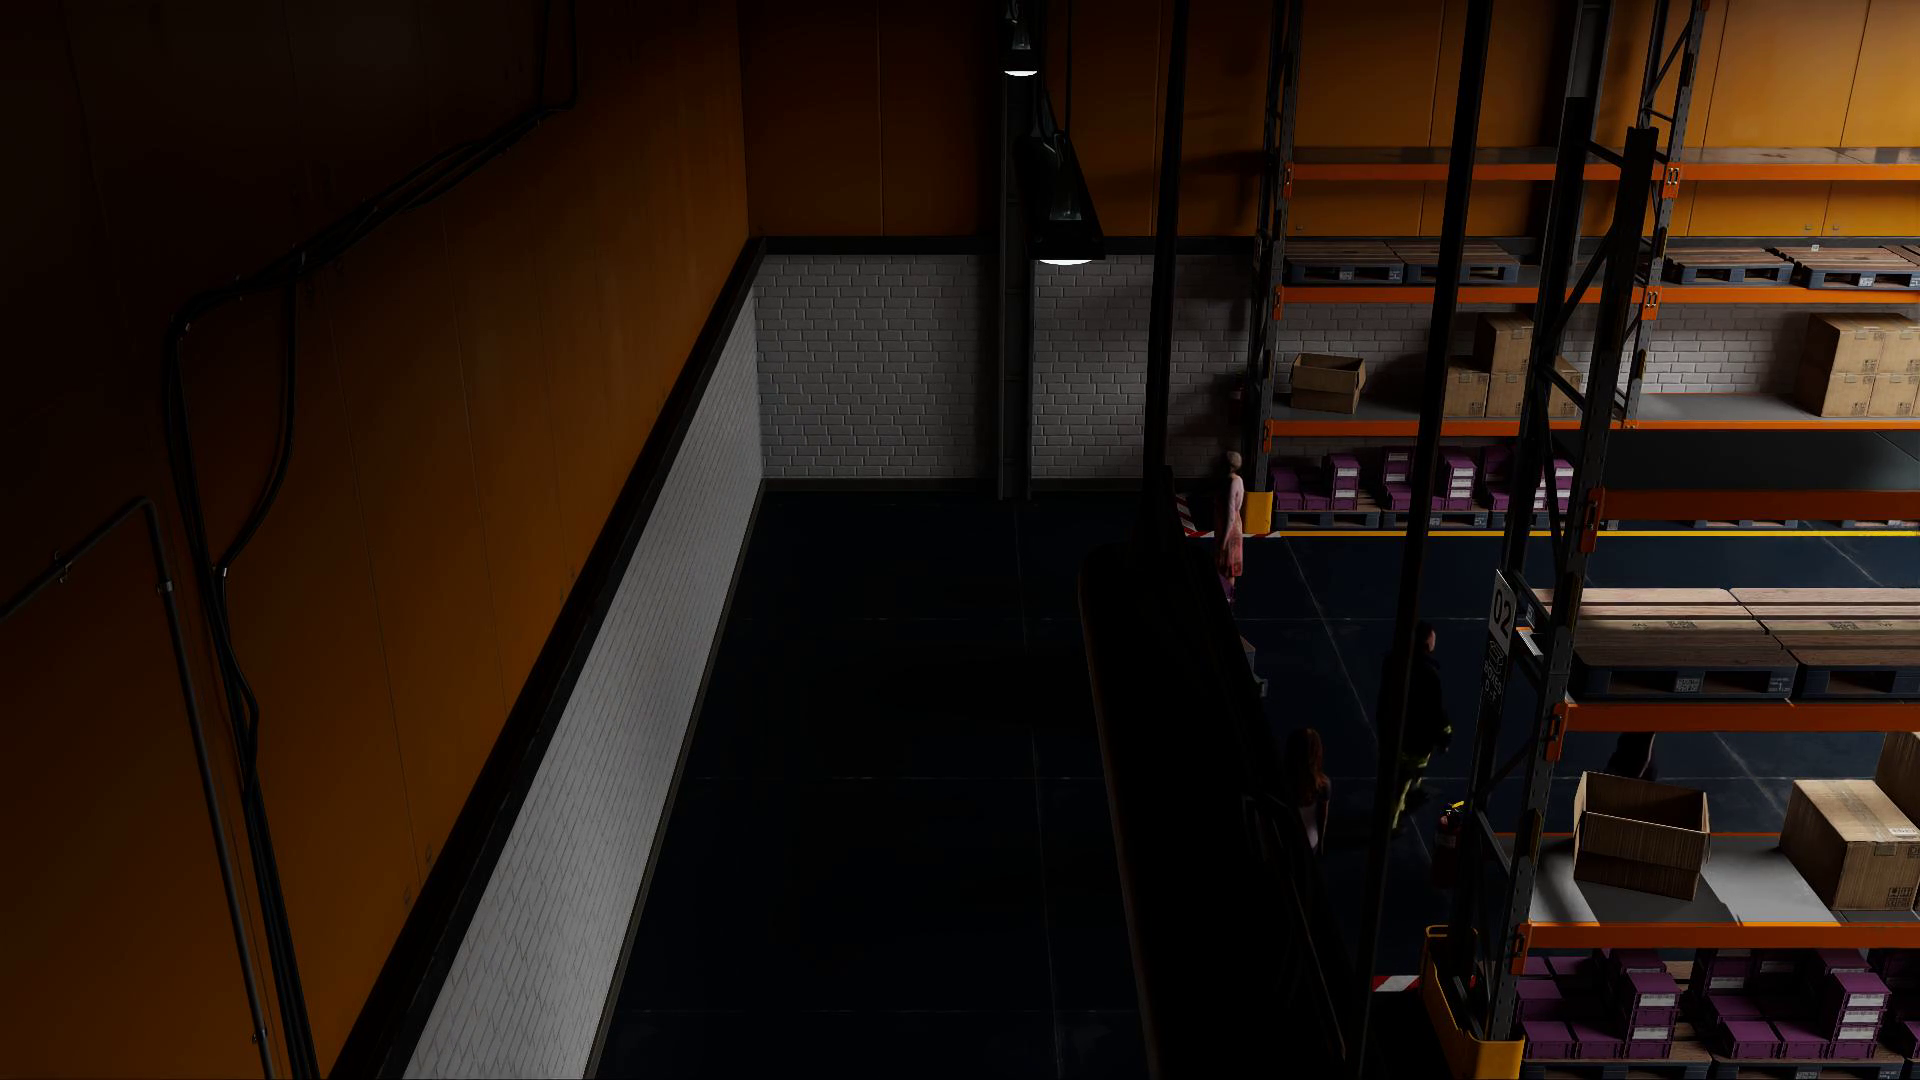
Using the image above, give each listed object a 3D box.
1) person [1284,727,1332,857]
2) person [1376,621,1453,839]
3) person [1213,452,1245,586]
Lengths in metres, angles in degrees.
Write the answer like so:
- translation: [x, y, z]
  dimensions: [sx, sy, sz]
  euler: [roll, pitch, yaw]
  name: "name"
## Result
- translation: [2.302, 2.091, 11.537]
  dimensions: [0.543, 1.725, 0.699]
  euler: [5, 24, 11]
  name: "person"
- translation: [3.387, 1.468, 12.816]
  dimensions: [1.111, 1.841, 0.999]
  euler: [-11, 26, -24]
  name: "person"
- translation: [2.673, -0.086, 16.558]
  dimensions: [0.621, 1.692, 0.632]
  euler: [5, 24, 11]
  name: "person"
